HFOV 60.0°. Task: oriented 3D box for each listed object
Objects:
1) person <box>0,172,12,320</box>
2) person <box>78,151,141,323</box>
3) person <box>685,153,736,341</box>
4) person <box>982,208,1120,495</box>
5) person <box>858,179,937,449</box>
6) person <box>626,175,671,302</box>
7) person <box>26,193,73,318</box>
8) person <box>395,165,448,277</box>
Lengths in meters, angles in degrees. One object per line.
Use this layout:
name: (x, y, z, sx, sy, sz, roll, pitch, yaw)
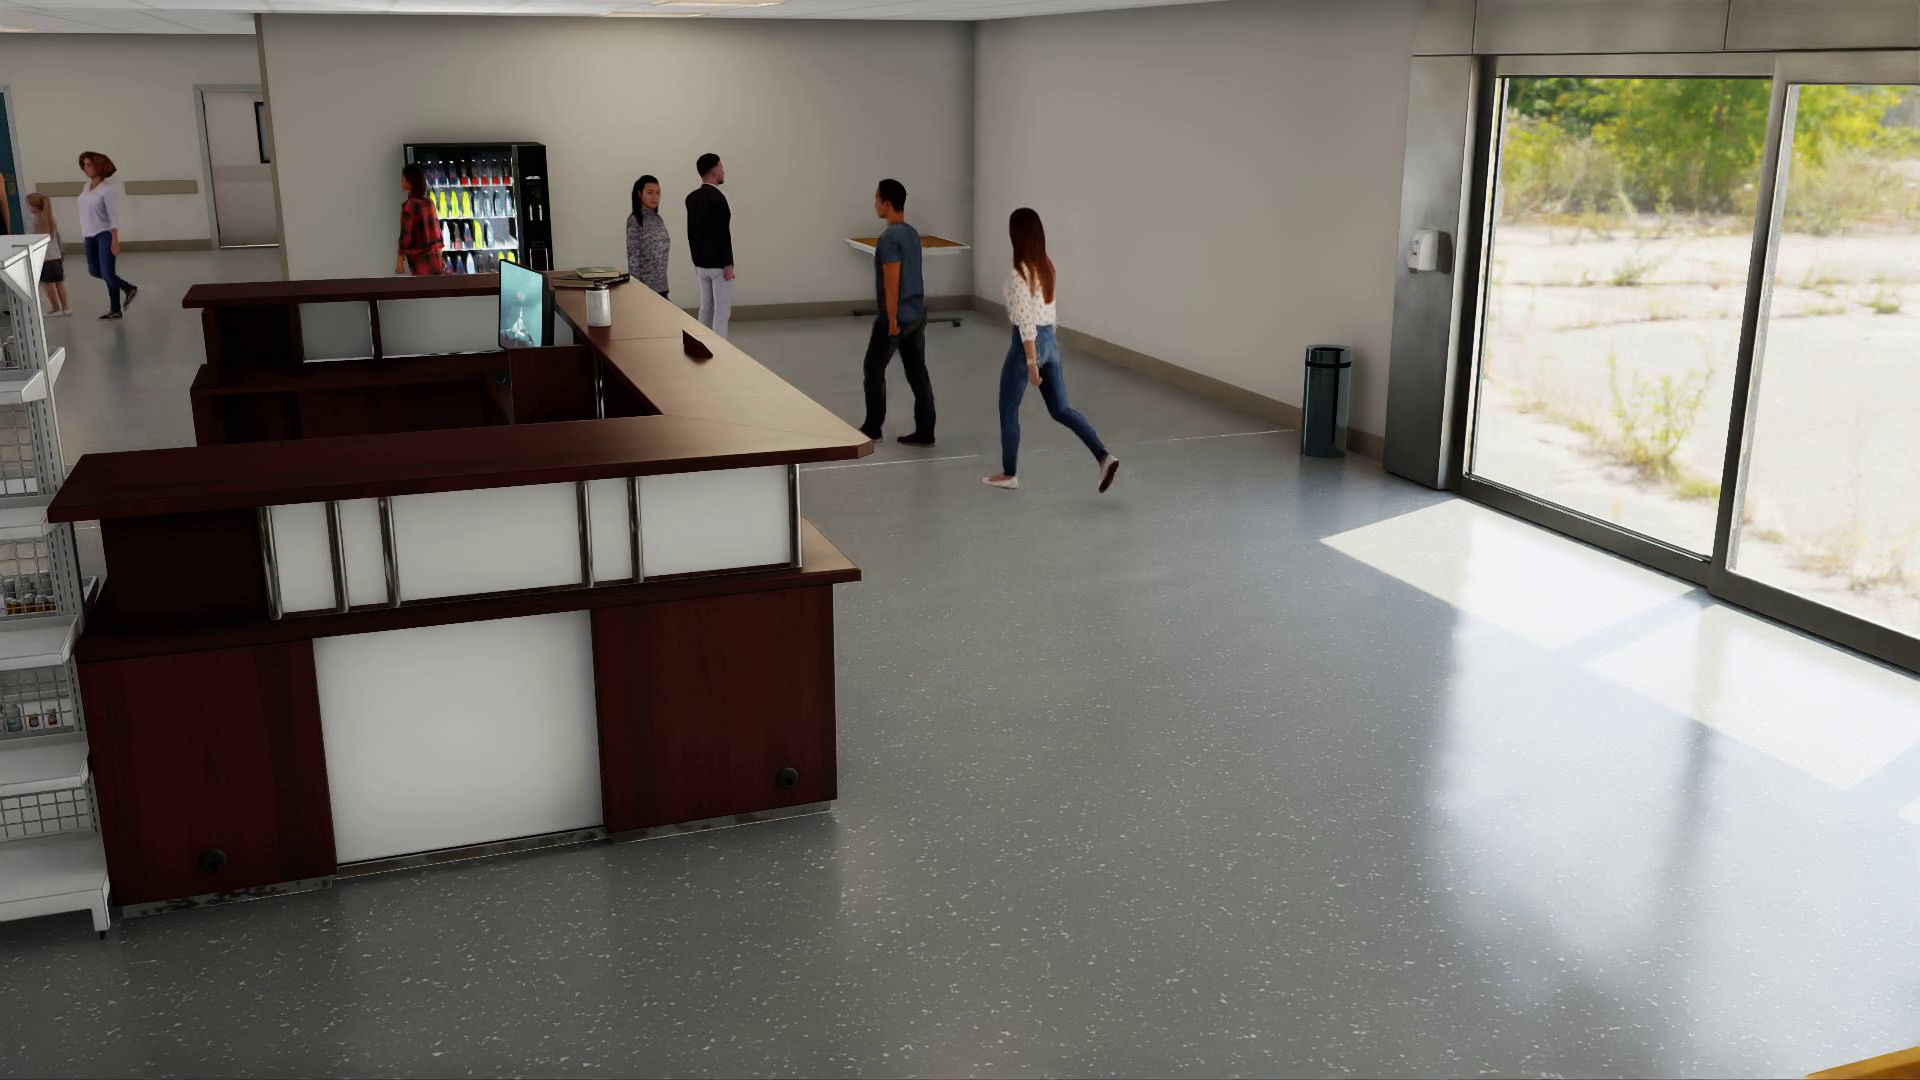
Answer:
person: (-10.036, -3.205, 17.172, 0.764, 1.816, 0.691, 8, 18, 26)
person: (-8.746, -3.137, 17.139, 0.870, 1.703, 0.950, 10, 19, 32)
person: (-2.061, -2.281, 13.842, 0.700, 1.844, 0.732, -14, 21, -41)
person: (0.519, -1.061, 9.805, 1.040, 1.687, 1.147, 13, 20, 38)
person: (-0.309, -1.481, 11.113, 0.998, 1.786, 0.940, 8, 17, 25)
person: (-2.402, -1.928, 12.798, 0.738, 1.733, 0.681, 7, 17, 23)
person: (-9.486, -2.962, 17.307, 0.680, 1.268, 0.641, 7, 17, 24)
person: (-4.644, -2.421, 14.691, 1.155, 1.654, 0.943, 2, 16, 8)
